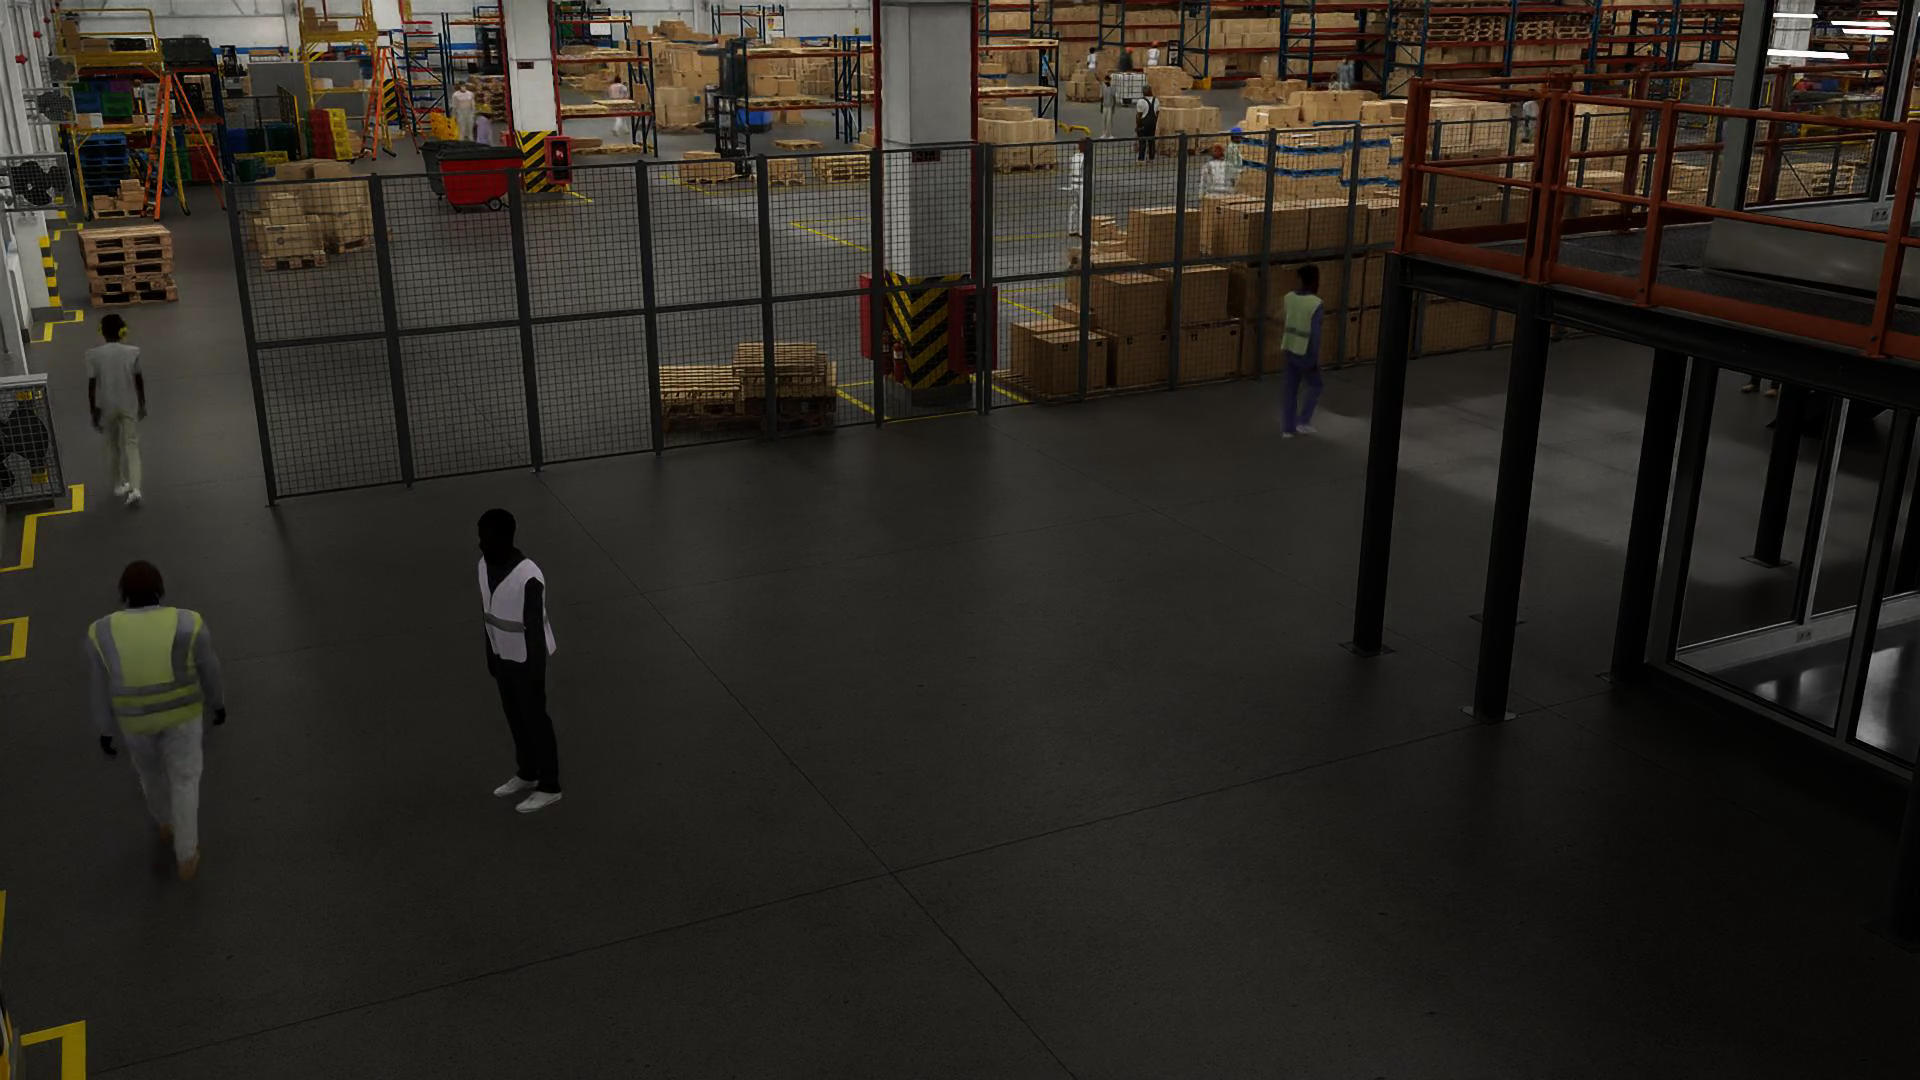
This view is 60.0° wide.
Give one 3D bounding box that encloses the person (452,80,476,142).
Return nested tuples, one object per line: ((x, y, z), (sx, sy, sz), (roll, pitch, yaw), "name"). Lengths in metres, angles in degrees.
((-13.810, -11.817, 46.364), (0.631, 1.931, 0.364), (-14, 24, -35), "person")

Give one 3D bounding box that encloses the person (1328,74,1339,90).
((12.097, -14.281, 53.944), (0.310, 1.636, 0.523), (-8, 20, -21), "person")

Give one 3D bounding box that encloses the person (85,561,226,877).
((-4.543, 0.958, 9.511), (0.660, 1.805, 0.878), (-6, 20, -18), "person")

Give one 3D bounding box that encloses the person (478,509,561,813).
((-2.674, 0.712, 10.083), (0.584, 1.911, 0.392), (17, 25, 40), "person")

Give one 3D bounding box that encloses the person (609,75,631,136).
((-10.381, -13.201, 50.576), (0.640, 1.802, 0.915), (10, 21, 26), "person")

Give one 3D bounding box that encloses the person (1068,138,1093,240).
((2.285, -6.629, 31.412), (0.353, 1.877, 0.573), (-15, 24, -37), "person")

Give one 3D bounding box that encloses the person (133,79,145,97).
((-25.349, -13.406, 51.421), (0.522, 1.631, 0.325), (6, 20, 18), "person")

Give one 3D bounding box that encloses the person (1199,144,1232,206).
((4.661, -6.276, 30.383), (0.603, 1.872, 0.451), (-3, 19, -8), "person")

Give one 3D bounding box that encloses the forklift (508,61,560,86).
((-18.349, -20.868, 71.164), (1.873, 2.768, 1.129), (-14, 24, -35), "forklift")

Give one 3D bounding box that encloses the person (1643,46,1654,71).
((28.659, -19.659, 69.340), (0.309, 1.769, 0.525), (-11, 22, -28), "person")

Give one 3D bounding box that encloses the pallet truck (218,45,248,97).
((-28.879, -18.665, 66.111), (0.823, 1.965, 1.885), (-3, 19, -9), "pallet truck")

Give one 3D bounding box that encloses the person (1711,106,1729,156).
((17.474, -8.957, 38.083), (0.574, 1.920, 0.435), (-2, 19, -7), "person")

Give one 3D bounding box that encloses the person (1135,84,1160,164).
((4.837, -10.873, 43.457), (0.676, 2.000, 0.536), (-10, 22, -28), "person")

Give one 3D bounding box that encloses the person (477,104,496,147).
((-11.148, -9.362, 39.347), (0.710, 1.865, 0.678), (-9, 21, -25), "person")

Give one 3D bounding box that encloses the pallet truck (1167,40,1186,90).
((9.045, -19.971, 69.895), (0.823, 1.965, 1.885), (-3, 19, -8), "pallet truck")

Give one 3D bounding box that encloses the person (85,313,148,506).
((-8.027, -1.246, 15.886), (0.510, 1.829, 0.810), (-6, 20, -16), "person")

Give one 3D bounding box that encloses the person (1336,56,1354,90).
((13.805, -16.423, 59.788), (0.651, 1.883, 1.024), (9, 21, 25), "person")

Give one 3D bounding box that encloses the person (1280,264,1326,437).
((3.755, -2.057, 18.113), (0.524, 1.898, 0.594), (-14, 23, -35), "person")

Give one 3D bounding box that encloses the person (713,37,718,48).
((-11.018, -22.188, 76.475), (0.564, 1.888, 0.977), (11, 22, 30), "person")

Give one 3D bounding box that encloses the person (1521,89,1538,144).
((14.800, -10.734, 43.236), (0.658, 1.920, 0.605), (-17, 25, -40), "person")

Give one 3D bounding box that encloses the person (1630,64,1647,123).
((22.346, -14.661, 54.674), (0.480, 1.886, 0.675), (-11, 22, -28), "person")

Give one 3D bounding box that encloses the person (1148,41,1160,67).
((8.308, -20.416, 71.319), (0.592, 1.899, 0.641), (9, 21, 25), "person")

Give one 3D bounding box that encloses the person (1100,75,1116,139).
((4.425, -12.945, 49.741), (0.531, 1.860, 0.332), (15, 24, 37), "person")

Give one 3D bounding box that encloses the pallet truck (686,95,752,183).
((-5.836, -9.608, 39.856), (0.823, 1.965, 1.885), (10, 22, 27), "pallet truck")

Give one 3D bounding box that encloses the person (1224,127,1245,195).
((5.387, -7.159, 32.829), (0.389, 1.949, 0.604), (4, 19, 10), "person")

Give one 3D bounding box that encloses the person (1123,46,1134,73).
((6.546, -18.293, 65.056), (0.513, 1.980, 0.636), (11, 22, 28), "person")

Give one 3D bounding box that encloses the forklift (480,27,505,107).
((-16.997, -17.308, 60.842), (1.129, 2.768, 1.873), (11, 22, 29), "forklift")

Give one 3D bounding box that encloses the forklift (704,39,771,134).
((-6.876, -13.964, 51.149), (1.873, 2.768, 1.129), (3, 19, 8), "forklift")

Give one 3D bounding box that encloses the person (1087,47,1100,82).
((5.692, -20.170, 70.955), (0.552, 1.667, 0.645), (-13, 23, -32), "person")

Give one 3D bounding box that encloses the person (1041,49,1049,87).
((3.493, -19.555, 69.153), (0.325, 1.689, 0.536), (13, 23, 32), "person")

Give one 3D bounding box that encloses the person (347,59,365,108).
((-21.103, -15.836, 58.068), (0.592, 1.904, 0.790), (6, 20, 18), "person")
